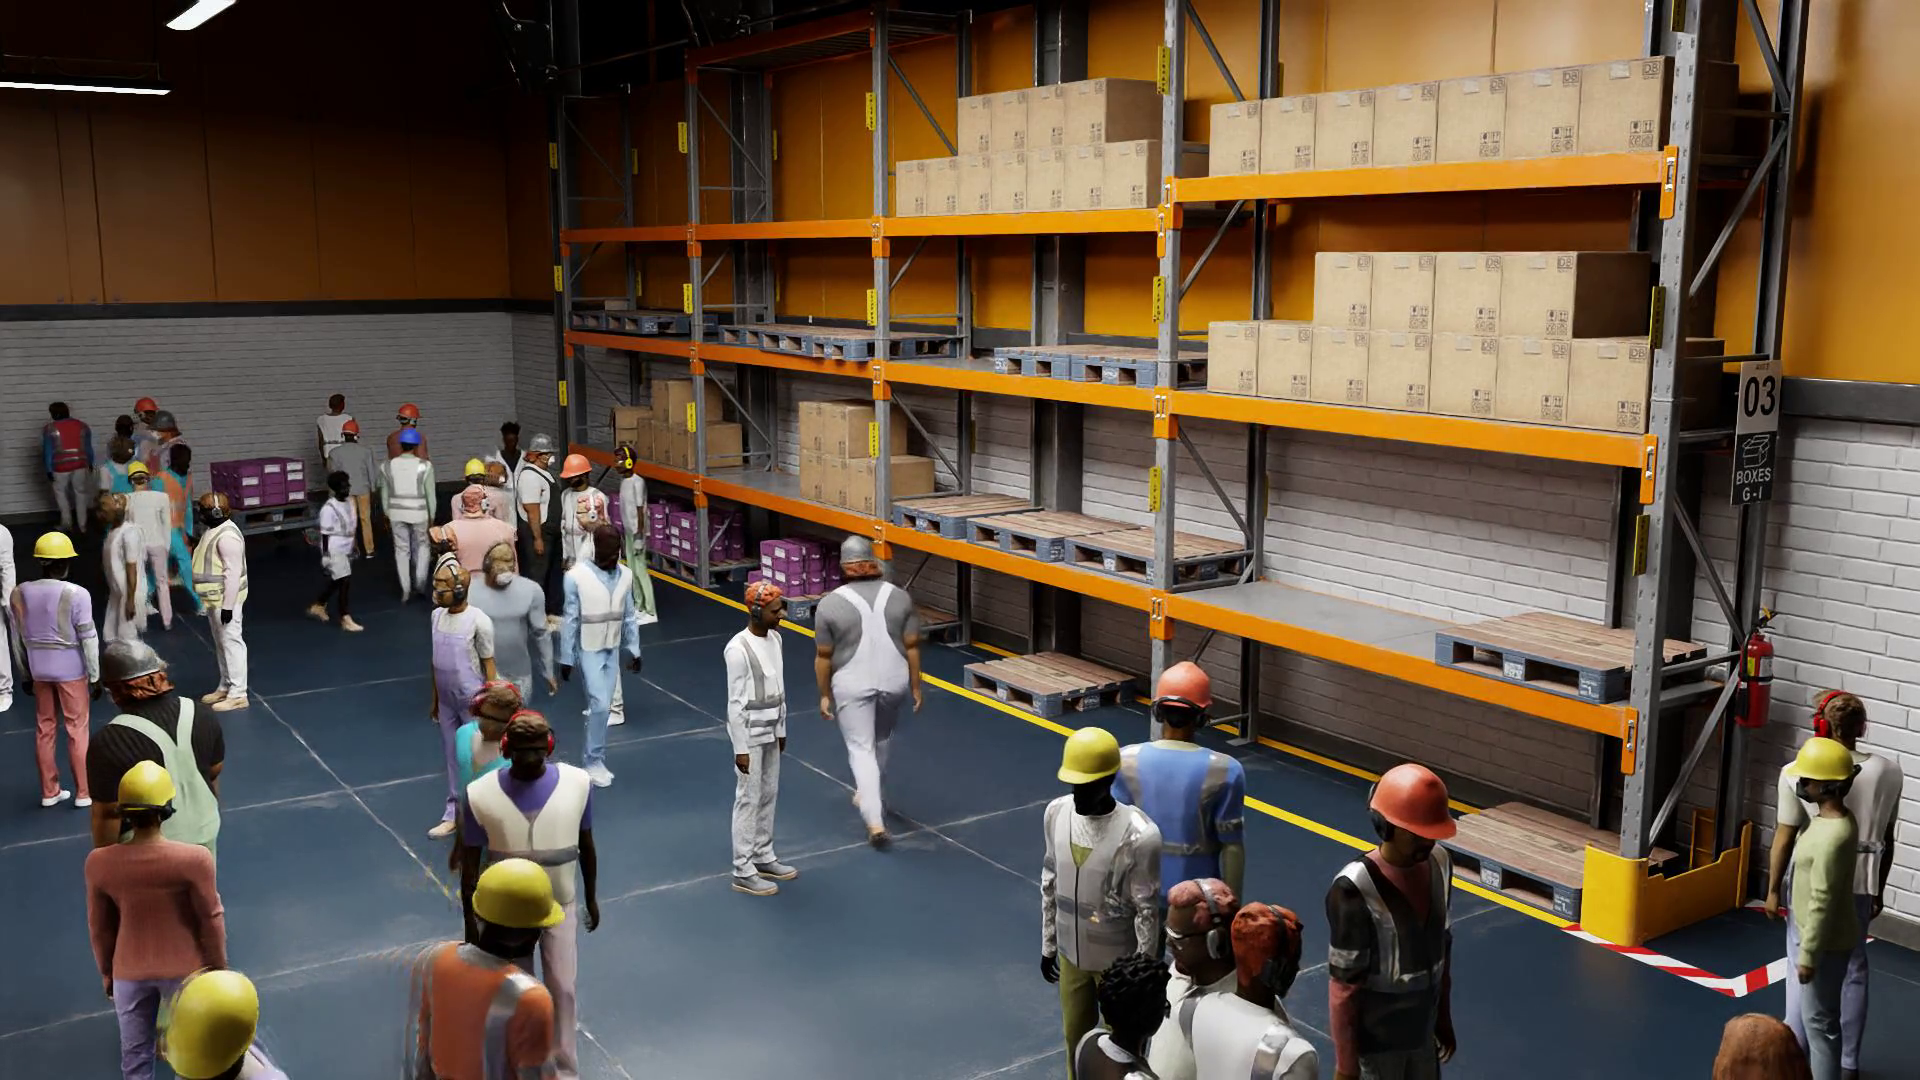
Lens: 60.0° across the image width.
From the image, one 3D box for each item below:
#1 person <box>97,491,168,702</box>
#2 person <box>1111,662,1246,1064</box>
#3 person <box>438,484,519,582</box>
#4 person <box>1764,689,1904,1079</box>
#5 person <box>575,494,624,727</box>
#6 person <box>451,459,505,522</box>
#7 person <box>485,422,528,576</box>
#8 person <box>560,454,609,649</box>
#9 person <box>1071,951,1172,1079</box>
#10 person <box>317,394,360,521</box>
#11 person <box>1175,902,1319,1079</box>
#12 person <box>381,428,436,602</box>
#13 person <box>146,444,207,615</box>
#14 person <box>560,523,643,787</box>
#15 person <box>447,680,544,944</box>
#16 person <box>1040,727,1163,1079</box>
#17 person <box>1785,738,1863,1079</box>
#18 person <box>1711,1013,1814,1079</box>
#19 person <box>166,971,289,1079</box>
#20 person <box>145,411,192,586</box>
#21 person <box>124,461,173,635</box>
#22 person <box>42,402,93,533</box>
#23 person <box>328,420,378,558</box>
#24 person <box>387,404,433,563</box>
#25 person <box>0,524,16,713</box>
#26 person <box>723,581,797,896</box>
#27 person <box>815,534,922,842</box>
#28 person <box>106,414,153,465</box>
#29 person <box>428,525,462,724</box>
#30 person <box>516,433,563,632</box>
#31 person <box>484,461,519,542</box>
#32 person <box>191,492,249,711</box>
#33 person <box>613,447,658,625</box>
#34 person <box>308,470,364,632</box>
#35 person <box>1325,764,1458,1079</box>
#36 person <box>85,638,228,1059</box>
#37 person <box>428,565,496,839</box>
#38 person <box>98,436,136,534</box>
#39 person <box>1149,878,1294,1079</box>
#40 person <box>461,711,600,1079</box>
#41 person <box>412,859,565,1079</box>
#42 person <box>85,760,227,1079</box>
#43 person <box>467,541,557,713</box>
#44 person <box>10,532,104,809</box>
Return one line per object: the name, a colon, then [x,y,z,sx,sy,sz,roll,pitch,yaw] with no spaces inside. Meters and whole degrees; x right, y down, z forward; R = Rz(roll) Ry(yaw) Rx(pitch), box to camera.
person: [-7.138,0.472,14.274,0.511,1.828,0.458,9,13,42]
person: [0.968,1.543,7.391,0.609,2.034,0.403,4,10,21]
person: [-4.041,0.480,13.998,0.651,1.904,0.403,-3,10,-15]
person: [3.991,1.600,7.617,0.561,1.838,0.392,-1,10,-3]
person: [-2.957,0.566,13.538,0.397,1.899,0.639,-3,10,-14]
person: [-4.872,0.058,16.876,0.522,1.772,0.303,-4,10,-21]
person: [-5.208,-0.433,19.361,0.609,1.920,0.990,-5,11,-26]
person: [-3.627,0.130,15.987,0.546,1.928,0.385,6,11,30]
person: [0.499,2.094,5.153,0.321,1.694,0.534,-3,10,-16]
person: [-8.903,-1.170,23.856,0.570,1.845,0.384,1,10,4]
person: [0.889,2.013,5.056,0.354,1.887,0.573,-7,12,-34]
person: [-6.088,-0.275,18.392,0.625,1.925,0.444,-1,10,-5]
person: [-8.373,-0.101,17.623,0.924,1.874,0.656,0,10,-1]
person: [-2.543,0.821,12.011,0.596,1.896,0.602,7,12,36]
person: [-2.283,1.547,8.085,0.625,1.806,0.506,9,13,41]
person: [0.557,1.694,6.839,0.586,1.920,0.398,9,13,42]
person: [3.693,1.714,7.181,0.338,1.762,0.526,5,11,29]
person: [2.308,2.170,4.871,0.508,1.632,0.272,-5,11,-27]
person: [-2.082,2.059,4.822,0.445,1.875,0.758,-8,13,-41]
person: [-9.211,-0.490,19.296,0.535,2.000,0.726,-8,13,-40]
person: [-8.252,0.076,16.839,0.516,1.752,0.376,-6,12,-33]
person: [-12.300,-1.000,22.959,0.547,1.816,0.703,8,13,41]
person: [-7.647,-0.638,21.000,0.560,1.753,0.328,-2,10,-12]
person: [-6.853,-0.708,20.751,0.615,1.984,0.416,5,11,28]
person: [-8.211,0.508,13.834,0.650,1.906,0.401,0,10,-2]
person: [-1.205,1.176,9.999,0.362,1.878,0.585,4,10,20]
person: [-0.591,0.929,10.962,0.703,2.000,0.970,-4,10,-22]
person: [-10.555,-0.708,21.228,0.640,1.825,0.725,1,10,5]
person: [-4.167,0.684,13.610,0.313,1.634,0.514,-4,10,-20]
person: [-4.232,-0.092,16.960,0.535,2.000,0.681,-1,10,-5]
person: [-5.001,-0.057,18.005,0.354,1.614,0.494,1,10,8]
person: [-6.231,0.509,14.015,0.429,1.844,0.626,-7,12,-36]
person: [-3.395,-0.049,17.272,0.357,1.857,0.533,-7,12,-34]
person: [-6.408,0.104,16.913,0.665,1.666,0.553,1,10,7]
person: [1.587,1.779,6.028,0.615,2.028,0.409,-7,12,-37]
person: [-3.873,1.440,7.968,0.536,2.000,0.689,5,11,26]
person: [-3.232,1.060,10.784,0.505,1.841,0.347,5,11,27]
person: [-9.483,-0.273,18.694,0.622,1.817,0.587,3,10,18]
person: [0.773,1.978,5.244,0.403,1.897,0.654,-3,10,-18]
person: [-1.886,1.659,7.336,0.585,1.809,0.846,-3,10,-15]
person: [-1.595,1.949,5.449,0.718,1.882,0.501,7,12,34]
person: [-3.276,1.769,6.833,0.525,1.772,0.308,-1,10,-6]
person: [-3.199,0.910,11.567,0.635,1.897,0.987,-6,11,-31]
person: [-6.199,0.899,11.476,0.593,1.924,0.381,1,10,7]
